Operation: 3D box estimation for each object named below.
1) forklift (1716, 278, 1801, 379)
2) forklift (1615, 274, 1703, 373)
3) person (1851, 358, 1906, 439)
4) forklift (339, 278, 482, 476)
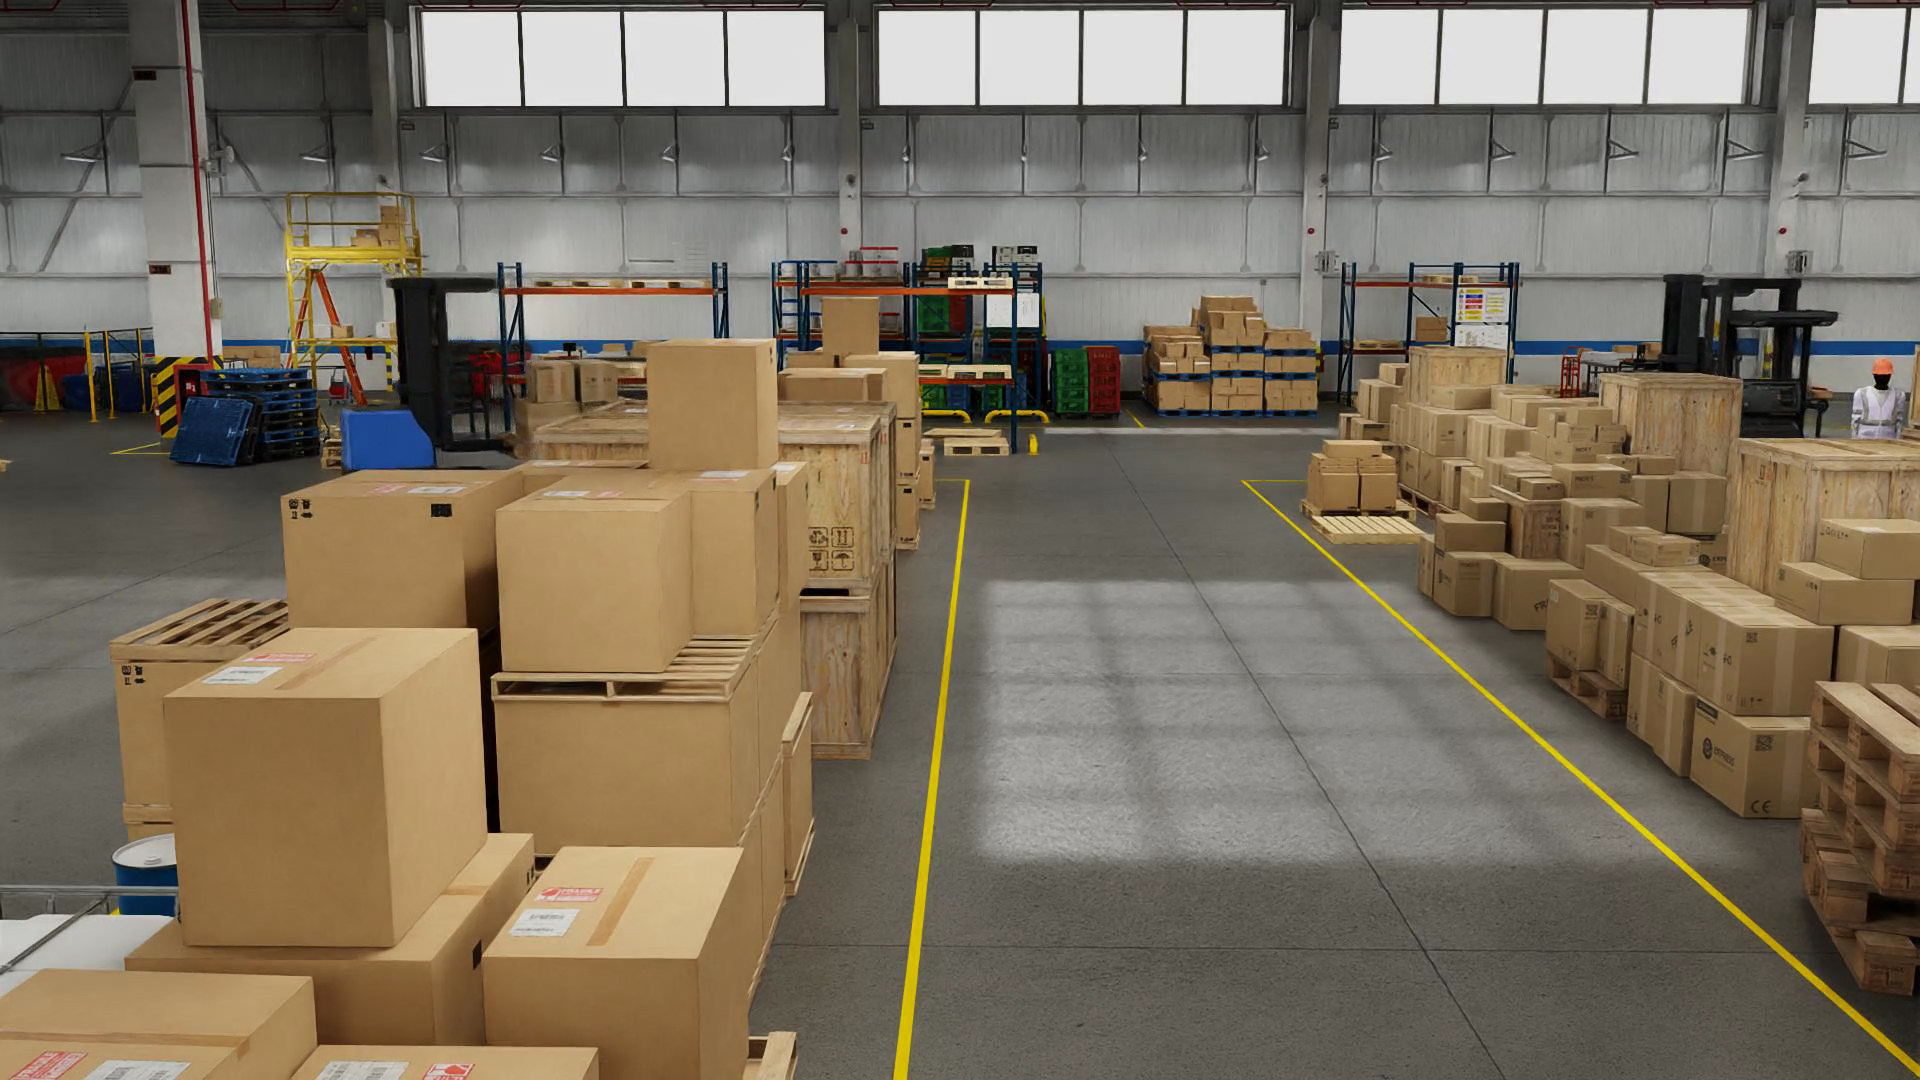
[{"bbox_3d":[10.339,-2.019,21.732,1.129,2.768,1.873,0,9,0],"label":"forklift"},{"bbox_3d":[12.619,-3.276,29.256,1.873,2.768,1.129,0,9,1],"label":"forklift"},{"bbox_3d":[10.646,-1.146,19.316,0.547,1.939,0.376,3,10,18],"label":"person"},{"bbox_3d":[-7.375,-2.139,22.445,1.873,2.768,1.129,-5,11,-27],"label":"forklift"}]
